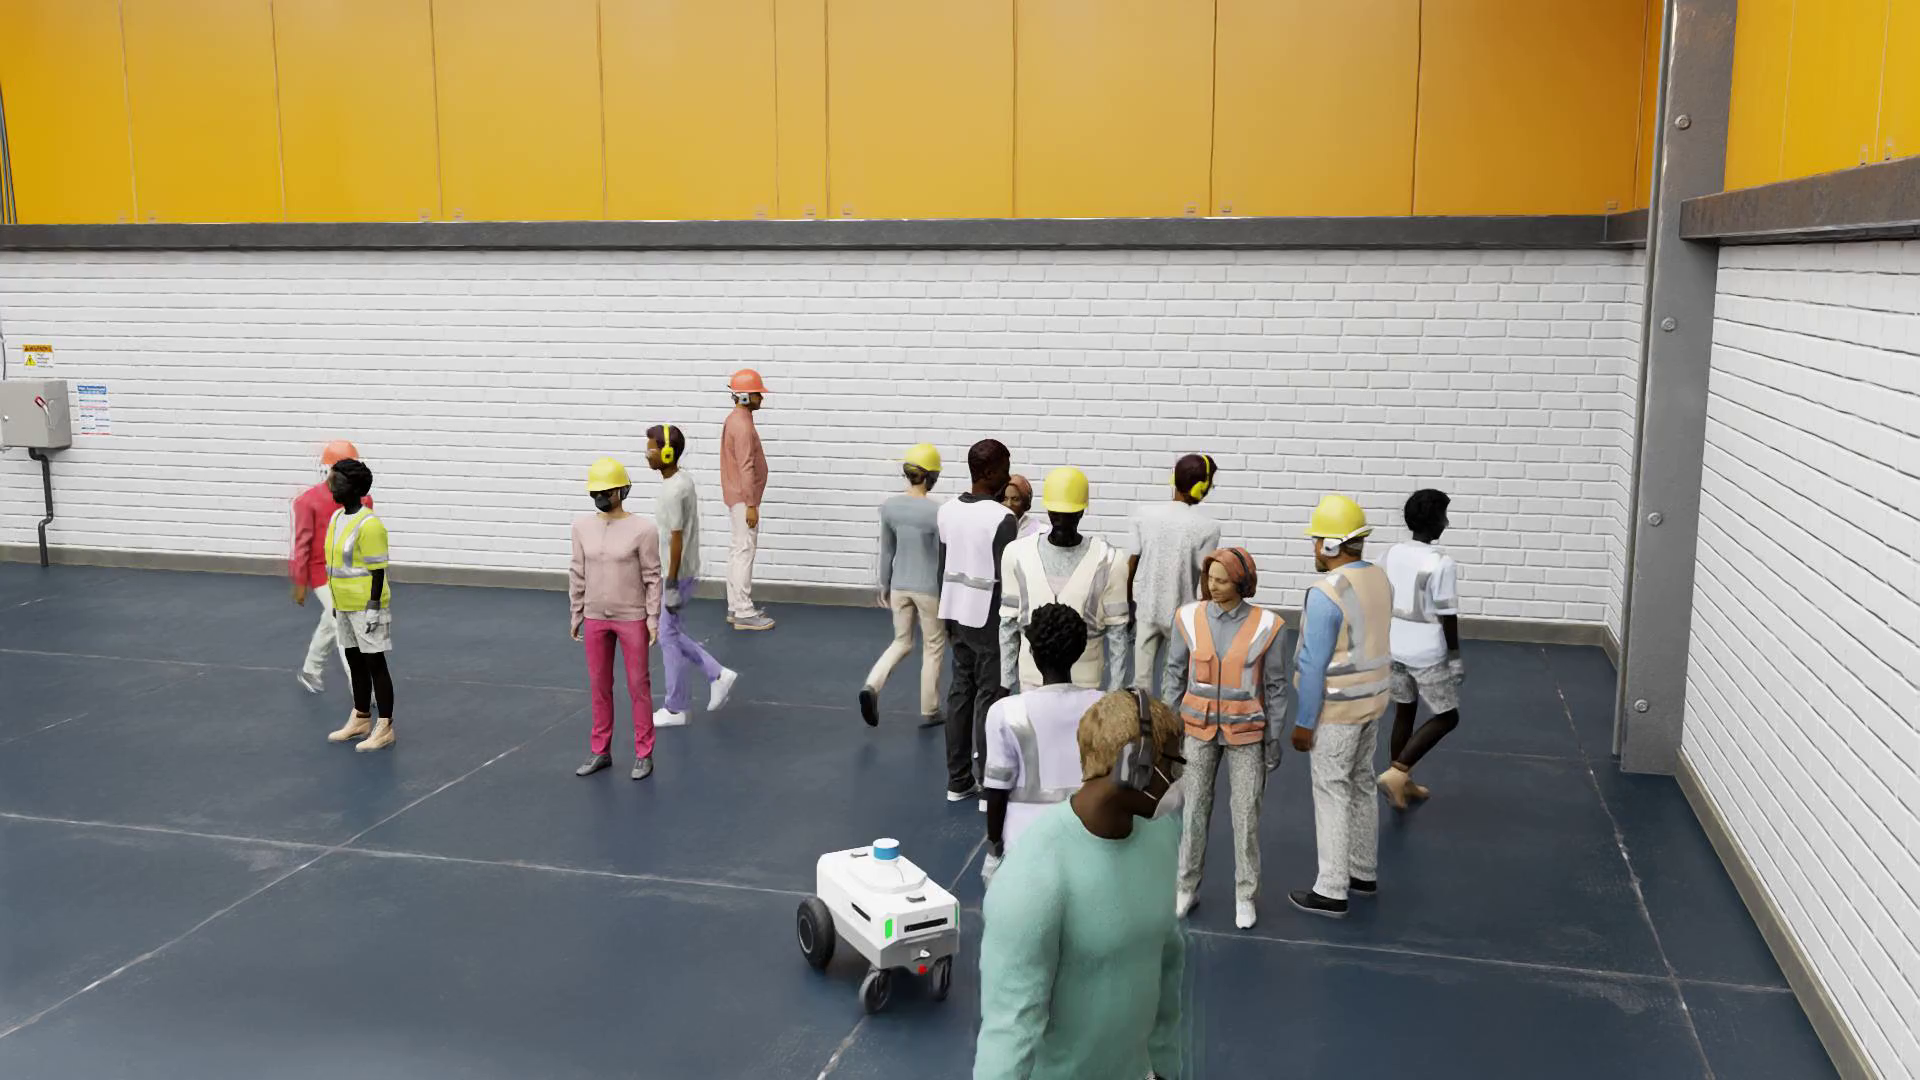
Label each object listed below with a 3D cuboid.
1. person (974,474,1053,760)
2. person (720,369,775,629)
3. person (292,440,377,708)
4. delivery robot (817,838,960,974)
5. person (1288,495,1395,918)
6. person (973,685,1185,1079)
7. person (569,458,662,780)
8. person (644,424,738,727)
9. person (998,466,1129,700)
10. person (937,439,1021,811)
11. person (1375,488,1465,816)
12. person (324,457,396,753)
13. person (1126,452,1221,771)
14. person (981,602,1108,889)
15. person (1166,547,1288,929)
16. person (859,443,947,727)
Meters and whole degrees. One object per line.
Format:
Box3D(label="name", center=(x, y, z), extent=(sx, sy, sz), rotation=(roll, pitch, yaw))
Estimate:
Box3D(label="person", center=(0.302, 0.440, 9.365), extent=(0.523, 1.637, 0.306), rotation=(2, 10, 14))
Box3D(label="person", center=(-1.638, -0.316, 12.767), extent=(0.386, 1.992, 0.625), rotation=(-3, 10, -16))
Box3D(label="person", center=(-4.002, 0.194, 10.661), extent=(0.922, 1.699, 0.573), rotation=(5, 11, 29))
Box3D(label="delivery robot", center=(-0.288, 1.417, 6.523), extent=(0.477, 0.478, 0.707), rotation=(-5, 11, -27))
Box3D(label="person", center=(1.652, 0.712, 7.243), extent=(0.413, 1.822, 0.592), rotation=(8, 12, 39))
Box3D(label="person", center=(0.213, 1.266, 3.708), extent=(0.444, 1.920, 0.804), rotation=(9, 13, 41))
Box3D(label="person", center=(-1.881, 0.430, 9.051), extent=(0.533, 1.767, 0.312), rotation=(2, 10, 14))
Box3D(label="person", center=(-1.684, 0.217, 10.033), extent=(0.526, 1.857, 0.545), rotation=(-1, 10, -6))
Box3D(label="person", center=(0.464, 0.612, 7.539), extent=(0.592, 1.922, 0.396), rotation=(3, 10, 15))
Box3D(label="person", center=(0.102, 0.438, 8.569), extent=(0.394, 1.915, 0.587), rotation=(-7, 12, -37))
Box3D(label="person", center=(2.287, 0.573, 8.430), extent=(0.476, 1.685, 0.554), rotation=(-4, 10, -23))
Box3D(label="person", center=(-3.476, 0.369, 9.603), extent=(0.535, 1.700, 0.318), rotation=(9, 13, 42))
Box3D(label="person", center=(1.077, 0.445, 8.786), extent=(0.571, 1.826, 0.779), rotation=(3, 10, 19))
Box3D(label="person", center=(0.334, 1.051, 5.669), extent=(0.542, 1.672, 0.373), rotation=(-3, 10, -18))
Box3D(label="person", center=(1.127, 0.832, 7.065), extent=(0.515, 1.636, 0.314), rotation=(4, 10, 22))
Box3D(label="person", center=(-0.296, 0.303, 9.878), extent=(0.527, 1.745, 0.636), rotation=(7, 12, 35))
